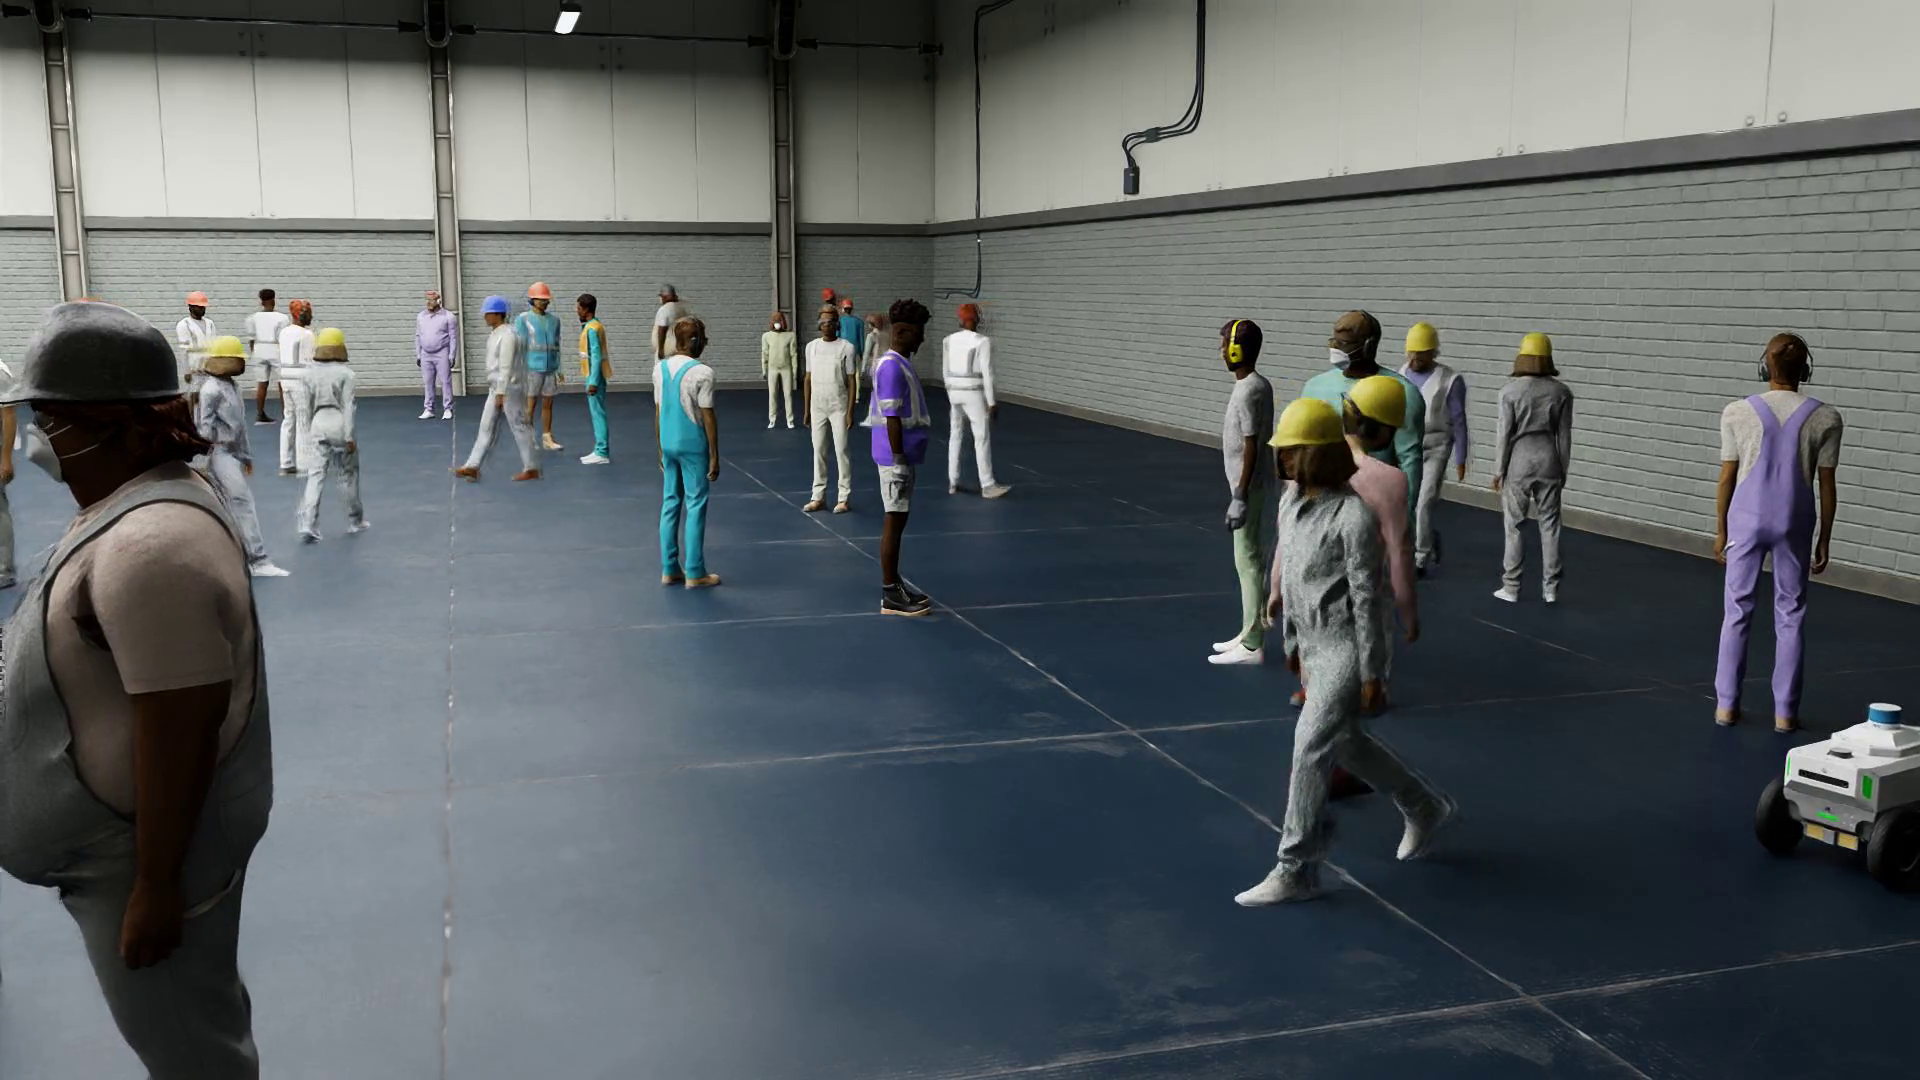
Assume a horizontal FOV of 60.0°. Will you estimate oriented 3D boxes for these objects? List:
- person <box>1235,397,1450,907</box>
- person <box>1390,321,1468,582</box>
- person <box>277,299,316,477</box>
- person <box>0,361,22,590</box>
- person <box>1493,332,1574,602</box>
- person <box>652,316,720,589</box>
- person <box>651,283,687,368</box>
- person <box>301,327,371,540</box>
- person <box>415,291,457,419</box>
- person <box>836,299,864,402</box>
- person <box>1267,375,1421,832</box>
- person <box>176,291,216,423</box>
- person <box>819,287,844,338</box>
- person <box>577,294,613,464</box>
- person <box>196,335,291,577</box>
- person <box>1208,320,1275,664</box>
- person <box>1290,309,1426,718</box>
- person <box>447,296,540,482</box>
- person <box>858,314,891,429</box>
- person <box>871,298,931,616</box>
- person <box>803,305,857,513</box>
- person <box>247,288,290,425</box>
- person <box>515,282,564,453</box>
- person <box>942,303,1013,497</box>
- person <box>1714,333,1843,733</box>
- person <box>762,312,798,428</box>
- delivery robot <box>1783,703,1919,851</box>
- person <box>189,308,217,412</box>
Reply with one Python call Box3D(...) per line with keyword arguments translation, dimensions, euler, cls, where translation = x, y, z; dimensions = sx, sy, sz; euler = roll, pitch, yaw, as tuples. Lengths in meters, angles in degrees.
Box3D(translation=(1.331, 0.355, 5.616), dimensions=(0.852, 1.703, 0.495), euler=(-3, 9, -19), cls="person")
Box3D(translation=(3.259, -0.627, 11.598), dimensions=(0.639, 1.798, 0.675), euler=(8, 12, 40), cls="person")
Box3D(translation=(-6.961, -1.594, 17.542), dimensions=(0.592, 1.873, 0.370), euler=(6, 11, 35), cls="person")
Box3D(translation=(-6.532, -0.569, 11.161), dimensions=(0.596, 1.857, 0.490), euler=(5, 10, 28), cls="person")
Box3D(translation=(3.681, -0.465, 10.724), dimensions=(0.492, 1.742, 0.315), euler=(0, 9, -1), cls="person")
Box3D(translation=(-1.830, -0.582, 11.185), dimensions=(0.514, 1.836, 0.355), euler=(5, 10, 30), cls="person")
Box3D(translation=(-4.674, -3.135, 26.805), dimensions=(0.591, 2.000, 0.693), euler=(3, 10, 21), cls="person")
Box3D(translation=(-5.071, -0.860, 13.387), dimensions=(0.490, 1.703, 0.881), euler=(1, 9, 8), cls="person")
Box3D(translation=(-7.799, -2.740, 24.719), dimensions=(0.639, 1.909, 0.409), euler=(1, 9, 8), cls="person")
Box3D(translation=(-1.891, -3.186, 28.046), dimensions=(0.573, 1.749, 0.338), euler=(-4, 10, -23), cls="person")
Box3D(translation=(1.484, 0.237, 6.309), dimensions=(0.712, 1.718, 0.586), euler=(-7, 11, -39), cls="person")
Box3D(translation=(-9.776, -2.232, 21.424), dimensions=(0.388, 1.930, 0.539), euler=(3, 10, 21), cls="person")
Box3D(translation=(-2.207, -3.580, 29.993), dimensions=(0.737, 1.944, 0.384), euler=(-7, 11, -38), cls="person")
Box3D(translation=(-4.121, -1.814, 18.780), dimensions=(0.394, 1.916, 0.590), euler=(-2, 9, -12), cls="person")
Box3D(translation=(-5.191, -0.579, 11.602), dimensions=(0.885, 1.703, 0.494), euler=(-1, 9, -3), cls="person")
Box3D(translation=(1.527, -0.252, 8.984), dimensions=(0.331, 1.865, 0.519), euler=(3, 9, 17), cls="person")
Box3D(translation=(1.887, -0.123, 7.929), dimensions=(0.629, 1.936, 0.372), euler=(8, 12, 40), cls="person")
Box3D(translation=(-4.746, -1.511, 16.882), dimensions=(0.971, 1.898, 0.639), euler=(-6, 11, -33), cls="person")
Box3D(translation=(-1.190, -2.300, 22.883), dimensions=(0.769, 1.604, 0.519), euler=(4, 10, 25), cls="person")
Box3D(translation=(-0.361, -0.517, 10.364), dimensions=(0.377, 1.959, 0.604), euler=(0, 9, 0), cls="person")
Box3D(translation=(-1.163, -1.157, 14.809), dimensions=(0.507, 1.846, 0.344), euler=(3, 10, 21), cls="person")
Box3D(translation=(-9.786, -2.600, 23.664), dimensions=(0.652, 1.951, 0.410), euler=(0, 9, -2), cls="person")
Box3D(translation=(-5.032, -2.071, 20.014), dimensions=(0.391, 2.040, 0.614), euler=(8, 12, 41), cls="person")
Box3D(translation=(0.146, -1.339, 15.969), dimensions=(0.820, 1.857, 0.338), euler=(8, 12, 42), cls="person")
Box3D(translation=(3.748, -0.029, 7.666), dimensions=(0.500, 1.839, 0.351), euler=(4, 10, 24), cls="person")
Box3D(translation=(-2.513, -2.361, 23.194), dimensions=(0.499, 1.627, 0.280), euler=(0, 9, -1), cls="person")
Box3D(translation=(3.292, 0.828, 5.948), dimensions=(0.707, 0.478, 0.477), euler=(-5, 10, -31), cls="delivery robot")
Box3D(translation=(-11.916, -2.846, 26.097), dimensions=(0.533, 1.688, 0.322), euler=(0, 9, -3), cls="person")
